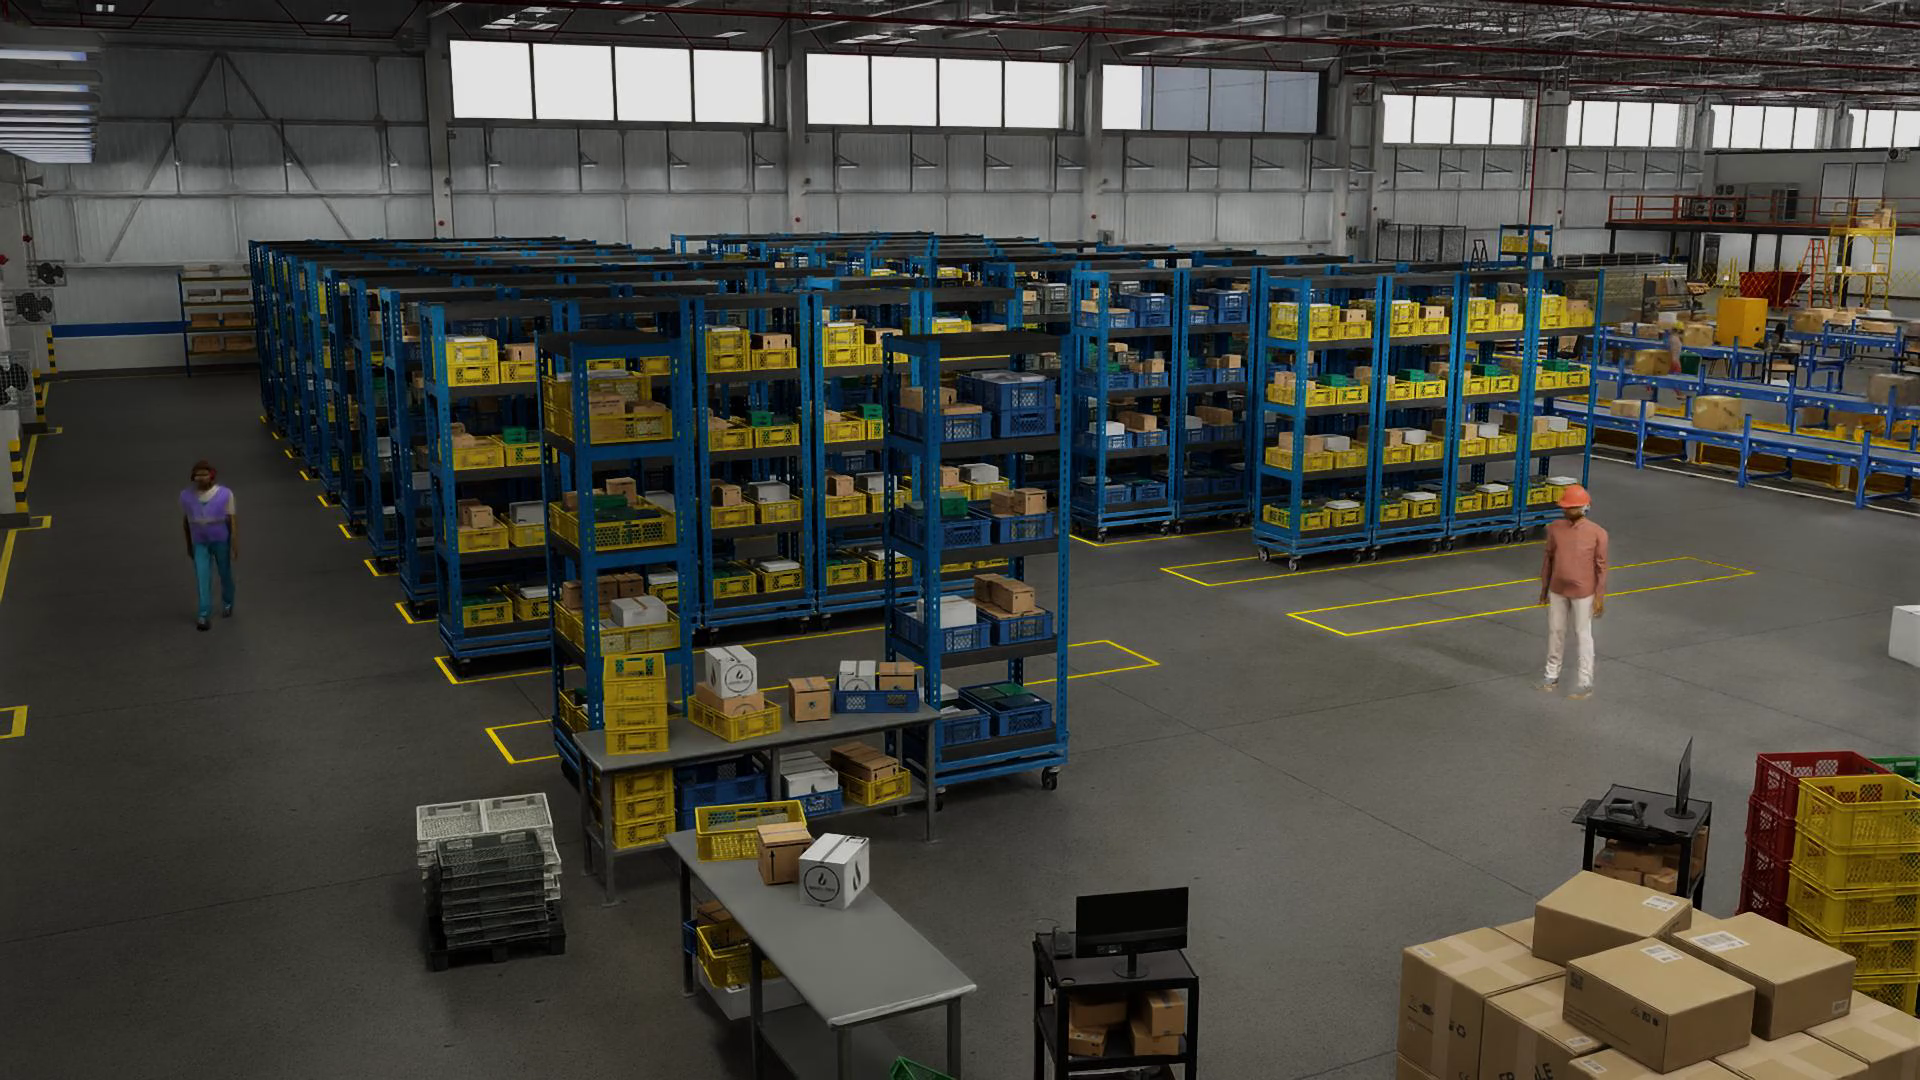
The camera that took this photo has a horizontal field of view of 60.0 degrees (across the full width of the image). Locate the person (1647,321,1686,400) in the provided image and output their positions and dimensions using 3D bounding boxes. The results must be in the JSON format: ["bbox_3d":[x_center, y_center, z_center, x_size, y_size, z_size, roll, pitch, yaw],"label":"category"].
[{"bbox_3d":[15.757,-3.988,36.848,0.801,1.739,0.522,10,16,39],"label":"person"}]

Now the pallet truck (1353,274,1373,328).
[{"bbox_3d":[13.011,-8.050,55.243,0.823,1.965,1.885,-7,14,-28],"label":"pallet truck"}]

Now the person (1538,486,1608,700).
[{"bbox_3d":[5.666,0.475,15.420,0.423,1.984,0.651,-11,16,-41],"label":"person"}]

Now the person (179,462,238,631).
[{"bbox_3d":[-8.057,0.040,17.891,0.579,1.793,0.991,-3,12,-12],"label":"person"}]
